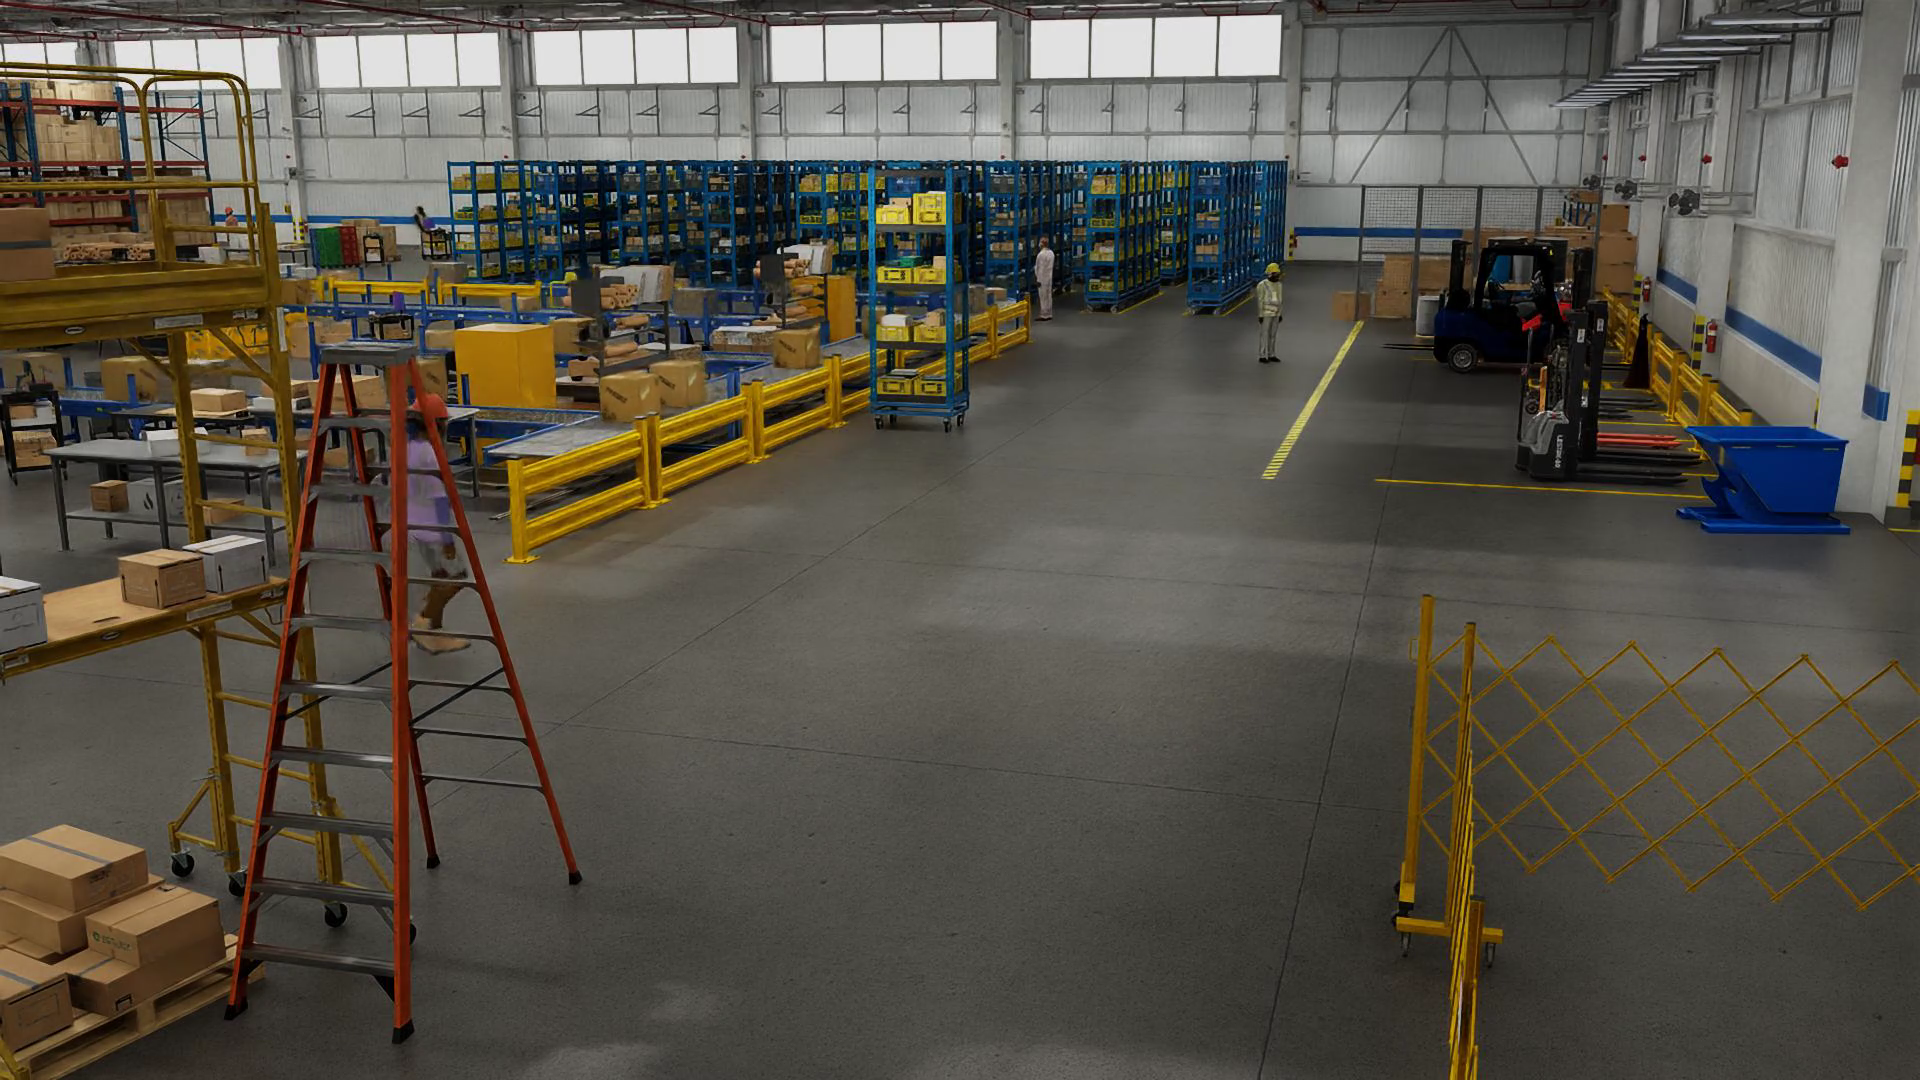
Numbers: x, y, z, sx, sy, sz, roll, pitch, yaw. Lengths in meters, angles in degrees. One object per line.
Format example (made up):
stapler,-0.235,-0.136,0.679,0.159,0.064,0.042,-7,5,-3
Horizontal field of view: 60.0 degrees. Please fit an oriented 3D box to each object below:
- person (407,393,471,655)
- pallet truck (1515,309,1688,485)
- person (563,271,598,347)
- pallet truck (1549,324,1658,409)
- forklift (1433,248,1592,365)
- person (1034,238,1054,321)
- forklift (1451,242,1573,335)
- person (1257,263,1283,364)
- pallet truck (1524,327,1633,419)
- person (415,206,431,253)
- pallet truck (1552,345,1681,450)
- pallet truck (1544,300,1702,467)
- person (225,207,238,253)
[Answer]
person,-3.982,-0.091,12.533,0.491,2.024,0.628,-10,17,-38
pallet truck,7.554,-1.677,19.446,1.885,1.965,0.823,3,13,14
person,-6.869,-4.052,30.333,0.843,1.712,0.560,-2,13,-10
pallet truck,9.824,-2.669,25.407,1.601,1.201,0.680,4,14,16
forklift,9.780,-4.111,29.280,2.680,1.987,1.157,3,13,14
person,1.919,-6.011,38.366,0.402,1.906,0.652,6,15,26
forklift,10.464,-4.597,31.405,2.680,1.987,1.157,4,14,16
person,5.704,-4.155,30.511,0.600,1.829,0.404,-10,17,-37
pallet truck,9.065,-2.460,24.370,1.522,1.261,0.704,3,13,14
person,-20.955,-12.165,65.131,0.583,1.824,0.661,10,16,37
pallet truck,8.641,-1.896,21.908,1.630,1.274,0.653,4,14,16
pallet truck,8.263,-1.952,20.631,1.885,1.965,0.823,5,14,20
person,-25.608,-10.710,58.503,0.413,1.985,0.610,2,13,8
